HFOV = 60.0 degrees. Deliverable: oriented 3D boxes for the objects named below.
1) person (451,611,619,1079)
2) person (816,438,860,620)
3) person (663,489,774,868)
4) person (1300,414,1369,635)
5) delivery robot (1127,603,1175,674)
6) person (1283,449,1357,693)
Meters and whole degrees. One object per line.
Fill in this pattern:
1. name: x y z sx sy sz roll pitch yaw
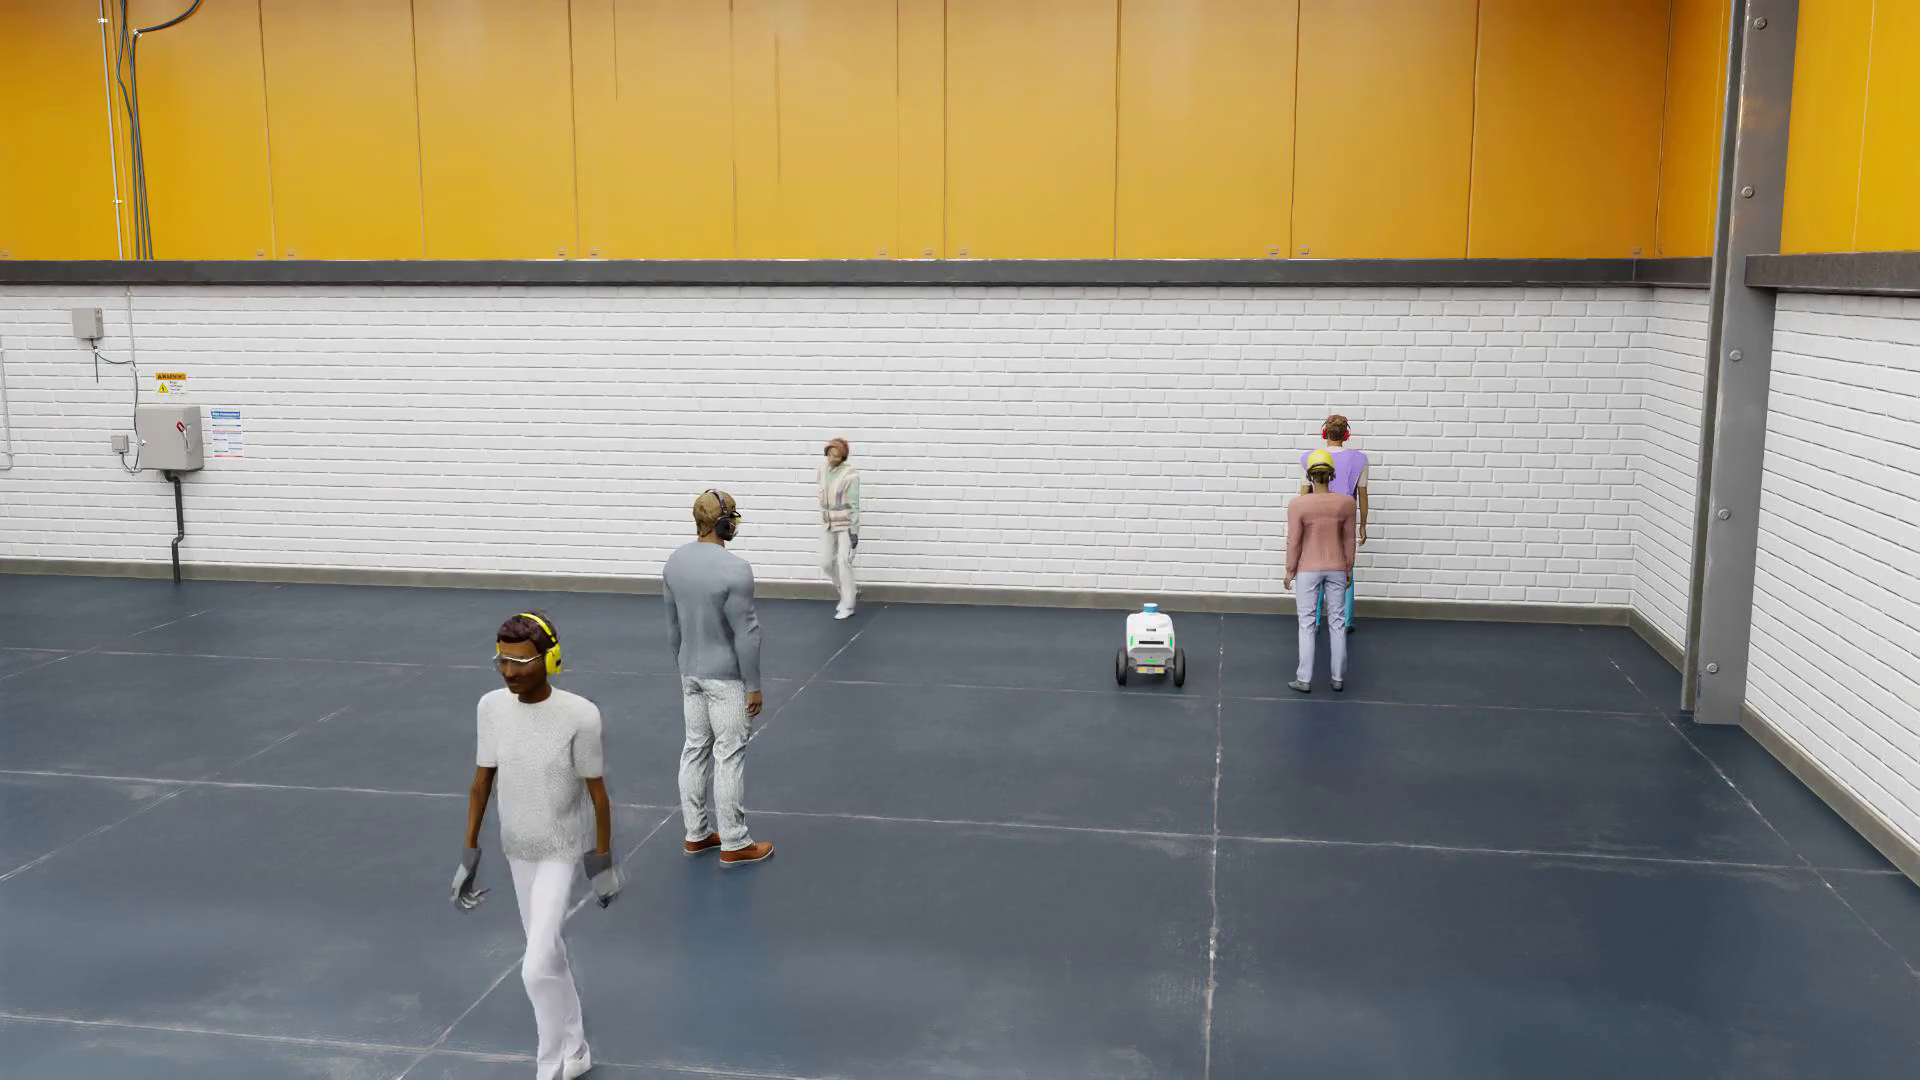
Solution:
1. person: -1.553 1.169 5.925 0.512 1.840 0.730 4 10 26
2. person: -1.020 -0.101 14.447 0.557 1.598 0.533 8 12 42
3. person: -1.239 0.700 8.494 0.631 1.940 0.372 8 12 39
4. person: 3.103 -0.123 13.854 0.572 1.844 0.376 1 9 8
5. delivery robot: 1.413 0.715 12.365 0.477 0.478 0.707 1 9 5
6. person: 2.584 0.227 11.965 0.522 1.761 0.327 -1 9 -7
